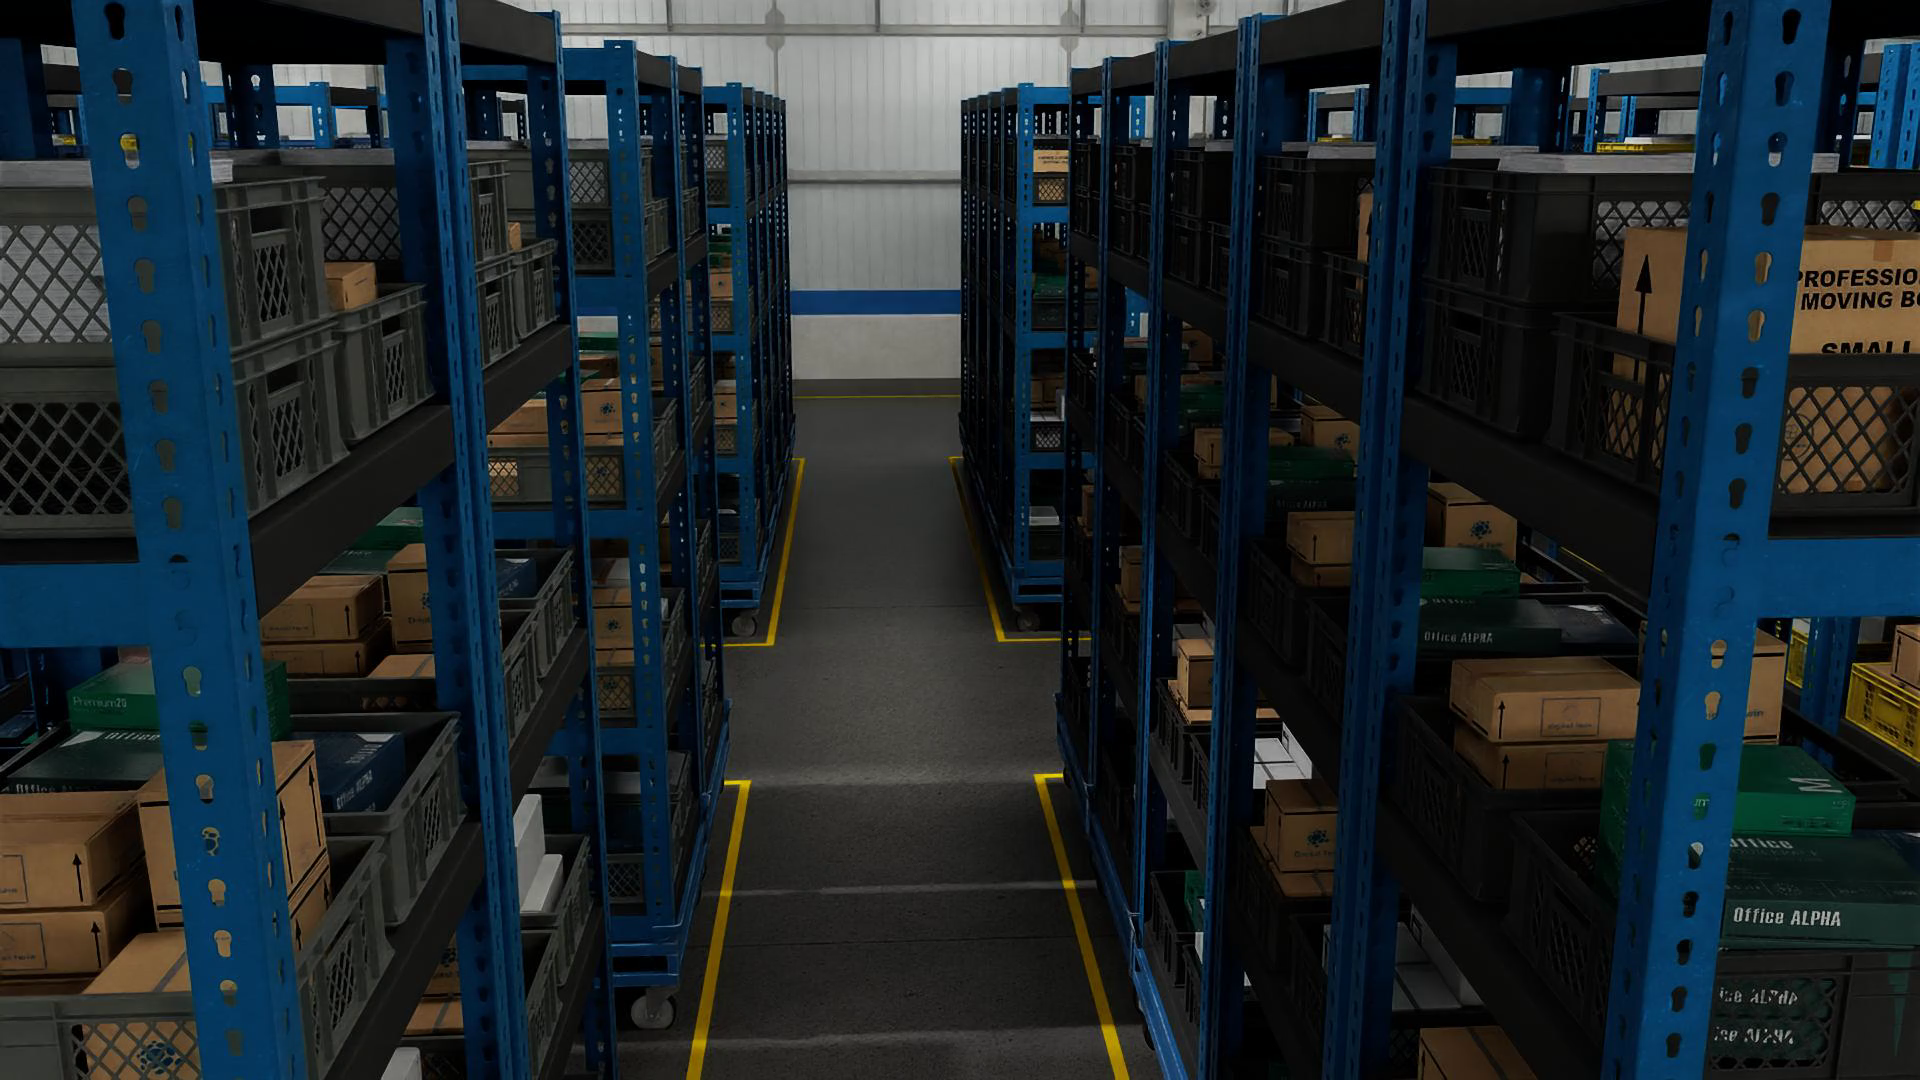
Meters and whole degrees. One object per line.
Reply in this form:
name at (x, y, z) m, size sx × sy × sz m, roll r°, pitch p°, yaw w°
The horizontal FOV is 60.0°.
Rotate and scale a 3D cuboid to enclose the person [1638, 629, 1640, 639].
person at (4.547, -0.146, 10.581) m, size 0.645 × 1.825 × 0.570 m, roll -1°, pitch 14°, yaw -2°
